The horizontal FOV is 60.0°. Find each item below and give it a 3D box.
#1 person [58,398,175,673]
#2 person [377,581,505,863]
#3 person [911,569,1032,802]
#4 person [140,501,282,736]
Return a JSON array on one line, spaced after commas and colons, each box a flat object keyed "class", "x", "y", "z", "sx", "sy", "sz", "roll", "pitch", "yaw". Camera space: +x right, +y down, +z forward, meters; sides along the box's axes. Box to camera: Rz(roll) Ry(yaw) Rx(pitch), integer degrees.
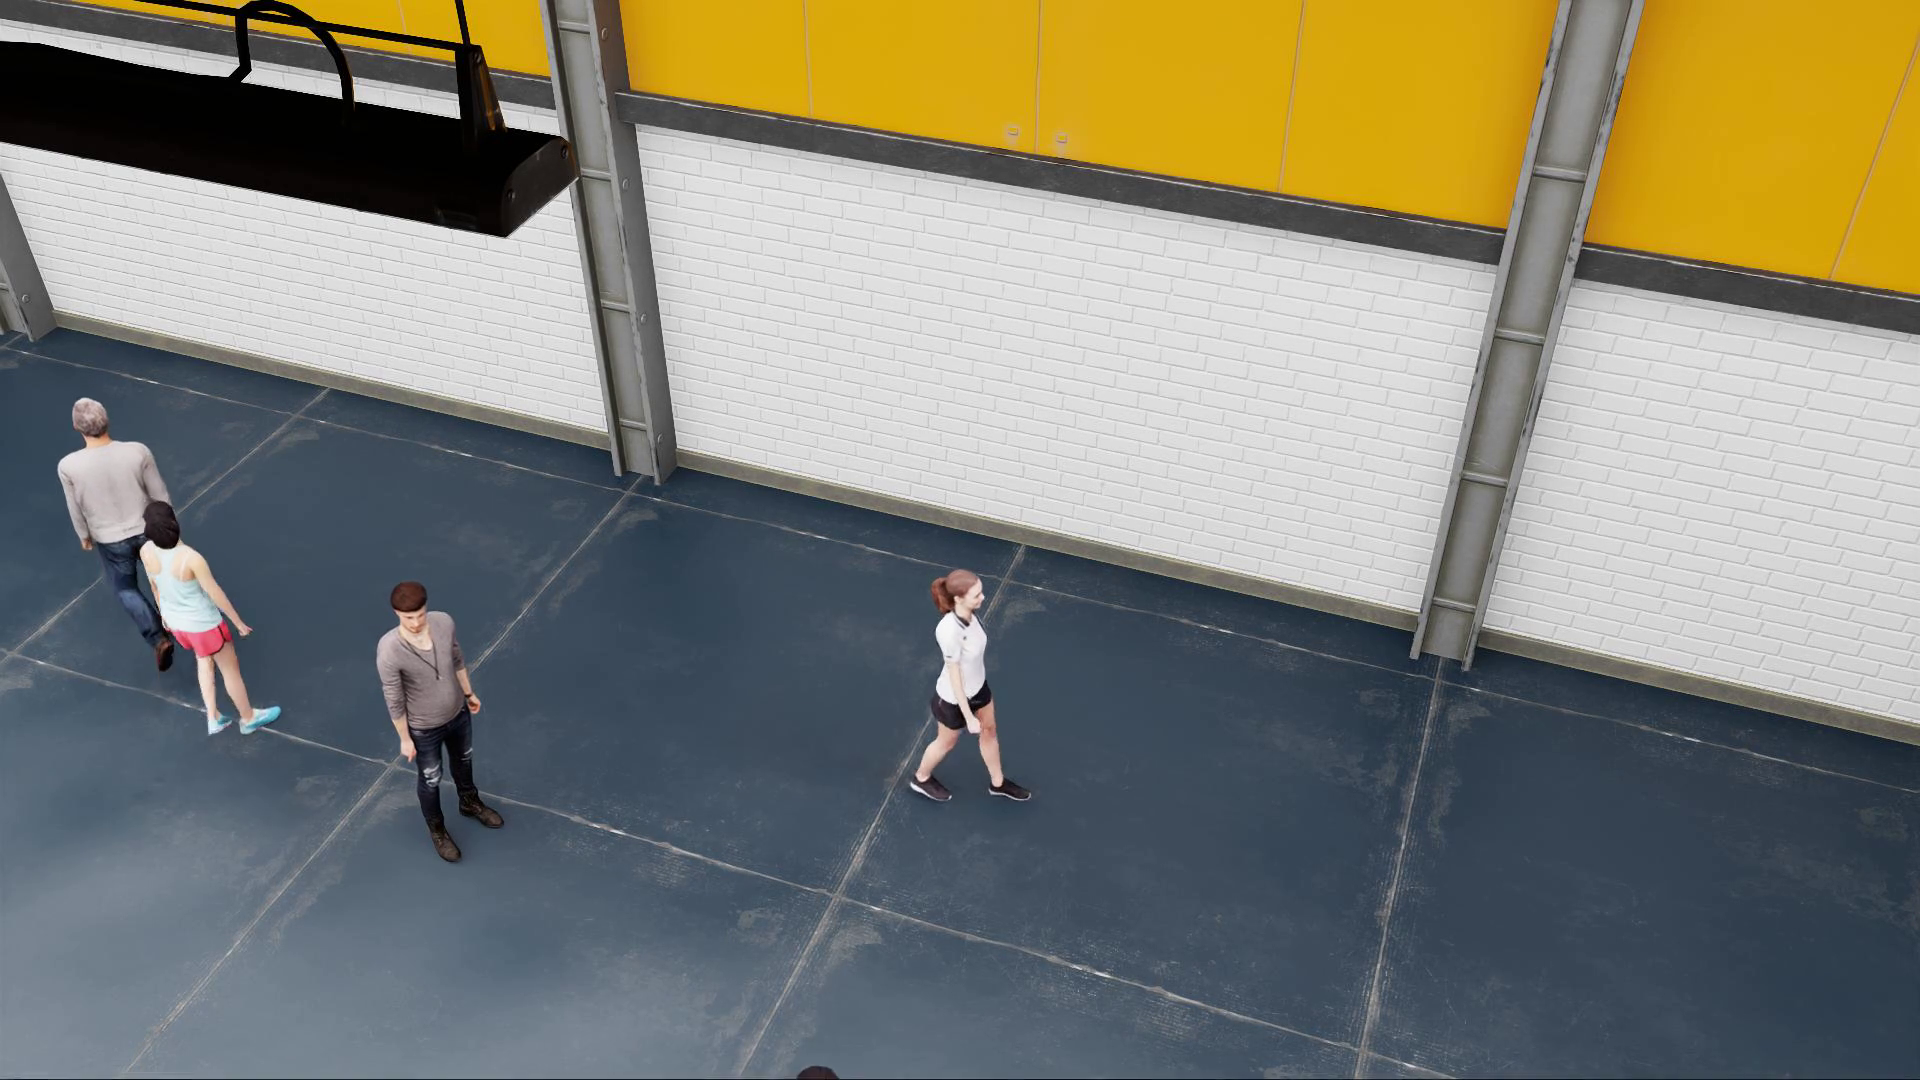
[{"class": "person", "x": -5.270, "y": -0.002, "z": 10.561, "sx": 1.103, "sy": 1.887, "sz": 1.216, "roll": -22, "pitch": 43, "yaw": -25}, {"class": "person", "x": -2.950, "y": 0.972, "z": 9.330, "sx": 0.677, "sy": 1.902, "sz": 0.745, "roll": 25, "pitch": 45, "yaw": 28}, {"class": "person", "x": -0.057, "y": 0.882, "z": 9.579, "sx": 0.930, "sy": 1.731, "sz": 0.581, "roll": 14, "pitch": 41, "yaw": 16}, {"class": "person", "x": -4.637, "y": 0.534, "z": 9.988, "sx": 0.632, "sy": 1.765, "sz": 0.740, "roll": 15, "pitch": 41, "yaw": 18}]
